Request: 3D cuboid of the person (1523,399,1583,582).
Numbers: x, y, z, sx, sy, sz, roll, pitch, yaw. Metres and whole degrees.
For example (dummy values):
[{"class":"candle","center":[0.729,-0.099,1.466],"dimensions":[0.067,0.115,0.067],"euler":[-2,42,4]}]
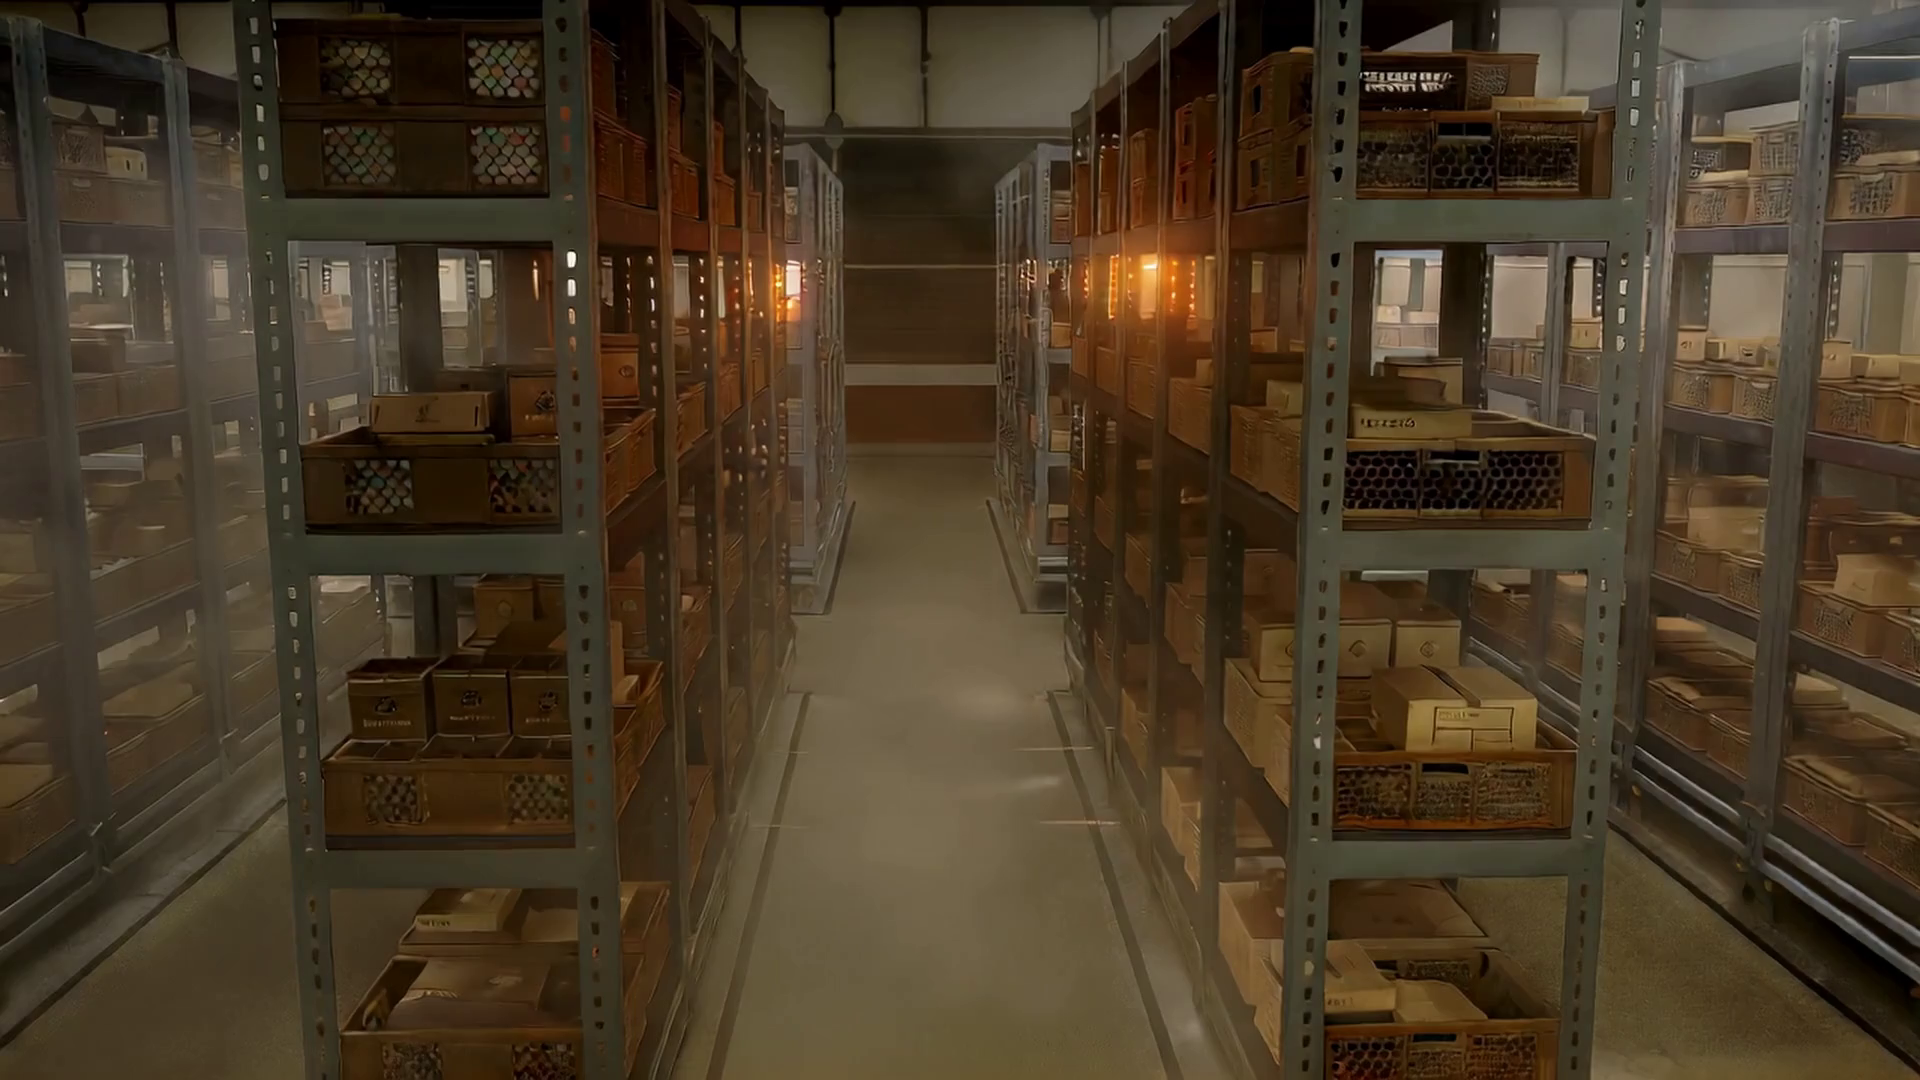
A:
[{"class":"person","center":[3.921,-0.108,11.125],"dimensions":[0.895,1.937,0.669],"euler":[4,10,23]}]
